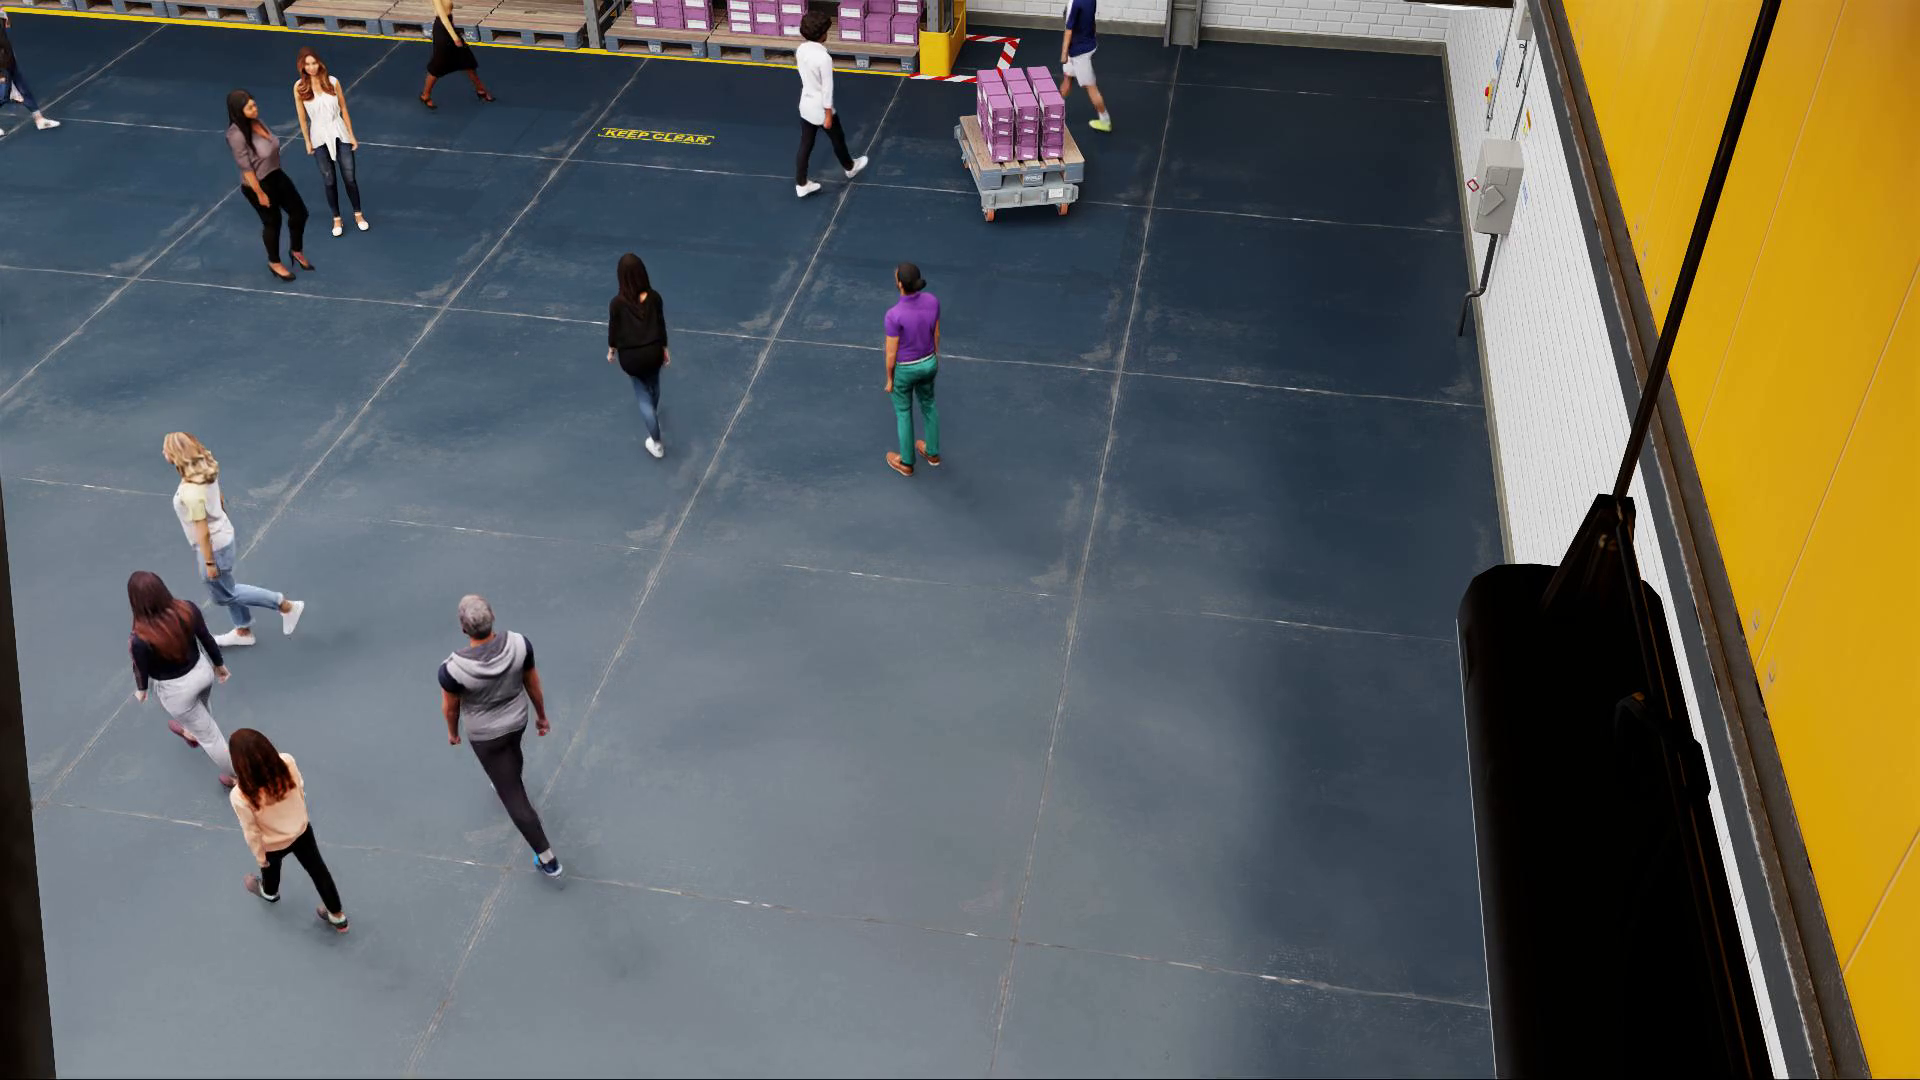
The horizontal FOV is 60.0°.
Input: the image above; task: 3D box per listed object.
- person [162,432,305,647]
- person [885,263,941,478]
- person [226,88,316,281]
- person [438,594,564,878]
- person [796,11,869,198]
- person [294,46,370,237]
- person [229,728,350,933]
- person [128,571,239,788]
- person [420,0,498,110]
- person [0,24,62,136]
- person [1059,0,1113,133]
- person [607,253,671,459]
[{"bbox_3d":[-4.715,0.031,10.752,0.977,1.709,0.830,-8,39,-10],"label":"person"},{"bbox_3d":[-0.342,-1.264,12.326,0.718,1.769,0.776,-24,44,-27],"label":"person"},{"bbox_3d":[-6.173,-3.082,14.561,0.636,1.820,0.641,5,39,6],"label":"person"},{"bbox_3d":[-2.535,1.125,9.323,1.159,1.784,1.297,-29,47,-31],"label":"person"},{"bbox_3d":[-1.425,-4.125,15.915,1.109,1.760,1.135,-31,48,-33],"label":"person"},{"bbox_3d":[-5.810,-3.691,15.353,0.648,1.784,0.746,-16,41,-19],"label":"person"},{"bbox_3d":[-3.612,1.610,8.980,1.000,1.452,0.813,22,44,25],"label":"person"},{"bbox_3d":[-4.511,0.883,9.800,1.084,1.566,0.792,17,42,20],"label":"person"},{"bbox_3d":[-5.484,-5.262,17.459,1.086,1.611,0.774,-5,39,-6],"label":"person"},{"bbox_3d":[-9.910,-4.870,17.090,1.023,1.458,0.749,-3,39,-4],"label":"person"},{"bbox_3d":[1.319,-4.970,16.971,1.203,1.763,0.870,18,42,21],"label":"person"},{"bbox_3d":[-2.384,-1.355,12.562,0.985,1.617,0.983,-18,42,-21],"label":"person"}]
